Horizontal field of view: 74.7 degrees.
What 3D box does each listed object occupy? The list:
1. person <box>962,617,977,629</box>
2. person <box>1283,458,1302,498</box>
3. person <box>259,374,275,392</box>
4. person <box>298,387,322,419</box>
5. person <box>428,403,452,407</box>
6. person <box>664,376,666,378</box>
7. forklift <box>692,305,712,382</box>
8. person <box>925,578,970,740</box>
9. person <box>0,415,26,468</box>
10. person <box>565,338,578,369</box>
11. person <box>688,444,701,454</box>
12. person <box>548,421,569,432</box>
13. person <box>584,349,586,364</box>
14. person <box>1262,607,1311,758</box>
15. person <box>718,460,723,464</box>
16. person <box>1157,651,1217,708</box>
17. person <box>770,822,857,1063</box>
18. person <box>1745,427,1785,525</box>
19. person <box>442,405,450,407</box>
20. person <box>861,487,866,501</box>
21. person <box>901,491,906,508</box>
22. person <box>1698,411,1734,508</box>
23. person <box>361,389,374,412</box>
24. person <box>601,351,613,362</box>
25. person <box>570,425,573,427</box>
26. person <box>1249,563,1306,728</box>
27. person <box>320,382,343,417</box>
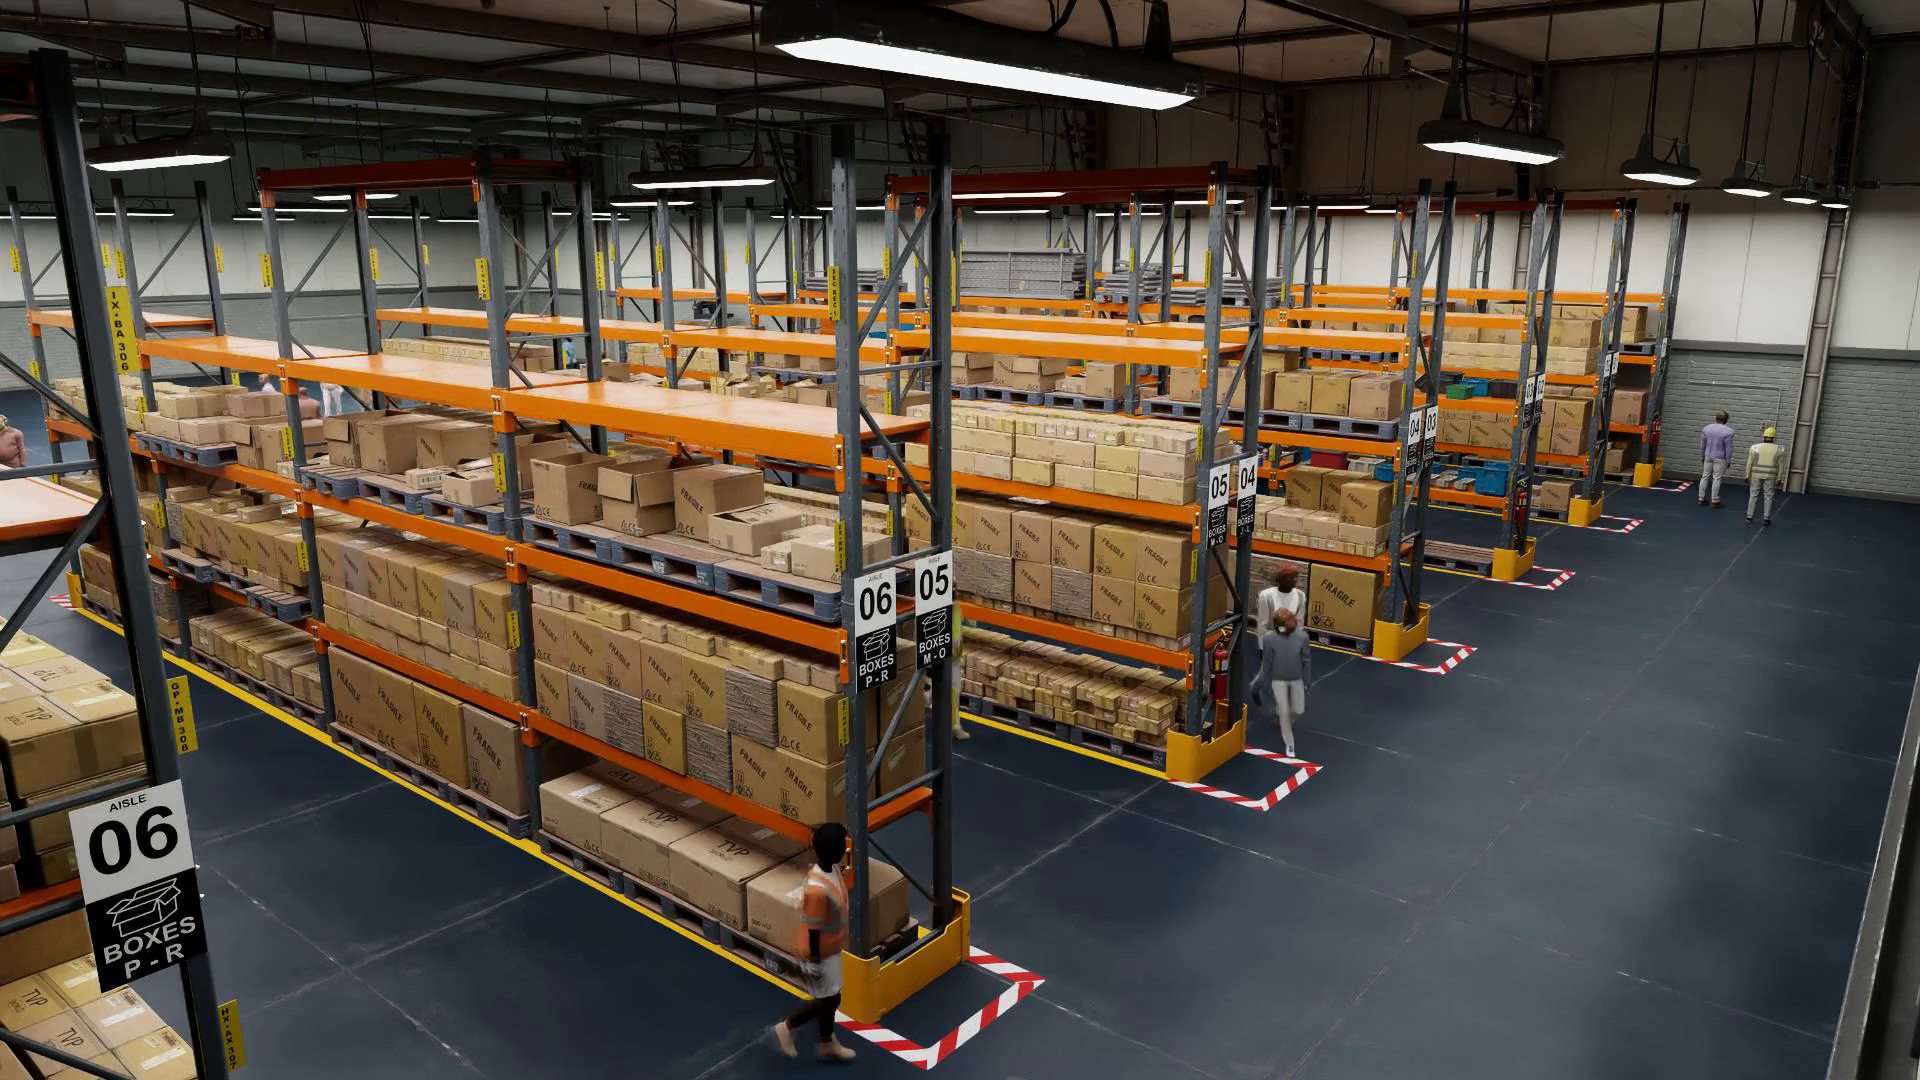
[{"bbox_3d":[0.108,0.345,17.232,0.585,1.913,0.678,-11,18,-39],"label":"person"},{"bbox_3d":[6.985,-1.659,25.432,0.966,1.933,0.613,8,16,30],"label":"person"},{"bbox_3d":[-17.880,-3.375,32.649,0.985,1.866,0.644,-8,16,-28],"label":"person"},{"bbox_3d":[-15.438,-2.684,29.802,0.658,1.859,1.019,-10,17,-36],"label":"person"},{"bbox_3d":[-12.932,-3.060,31.369,0.570,1.845,0.380,-8,16,-29],"label":"person"},{"bbox_3d":[-11.298,-6.917,47.671,0.285,1.636,0.500,7,15,27],"label":"person"},{"bbox_3d":[-9.511,-7.392,47.124,1.873,2.768,1.129,11,17,38],"label":"forklift"},{"bbox_3d":[-0.224,1.261,13.637,0.661,1.825,0.638,10,17,37],"label":"person"},{"bbox_3d":[-18.922,-1.541,24.995,0.643,1.908,0.407,-6,15,-23],"label":"person"},{"bbox_3d":[-14.677,-6.936,47.687,0.758,1.670,0.542,4,14,18],"label":"person"},{"bbox_3d":[-4.555,-0.725,21.625,0.595,1.909,0.465,-6,15,-22],"label":"person"},{"bbox_3d":[-10.751,-3.482,33.165,0.915,1.806,0.624,1,14,3],"label":"person"},{"bbox_3d":[-12.781,-6.074,43.838,0.515,1.824,0.805,-9,16,-33],"label":"person"},{"bbox_3d":[3.421,1.461,13.267,0.527,1.600,0.474,1,14,3],"label":"person"},{"bbox_3d":[-5.404,-2.428,28.888,0.595,1.800,0.838,8,16,30],"label":"person"},{"bbox_3d":[2.644,0.982,14.653,0.637,1.896,1.017,-12,18,-41],"label":"person"},{"bbox_3d":[-0.945,2.644,8.251,0.463,1.666,0.556,1,14,5],"label":"person"},{"bbox_3d":[15.210,-1.216,23.821,0.600,1.827,0.403,8,16,31],"label":"person"},{"bbox_3d":[-10.693,-1.896,26.432,0.391,1.919,0.593,10,17,36],"label":"person"},{"bbox_3d":[-1.570,0.041,18.317,0.621,1.997,1.058,-12,18,-40],"label":"person"},{"bbox_3d":[-0.949,-0.011,19.282,0.517,1.622,0.415,-13,19,-42],"label":"person"},{"bbox_3d":[15.206,-1.639,25.330,0.357,1.938,0.638,-7,15,-26],"label":"person"},{"bbox_3d":[-16.147,-3.688,34.459,0.848,1.586,0.538,-6,15,-25],"label":"person"},{"bbox_3d":[-11.169,-5.036,39.634,0.619,1.797,1.009,-6,15,-23],"label":"person"},{"bbox_3d":[-10.174,-3.331,32.226,0.580,1.978,0.609,2,14,10],"label":"person"},{"bbox_3d":[3.540,1.133,14.085,0.582,1.868,0.657,-2,14,-9],"label":"person"},{"bbox_3d":[-18.222,-4.309,36.492,0.662,1.857,0.982,-3,14,-12],"label":"person"}]
